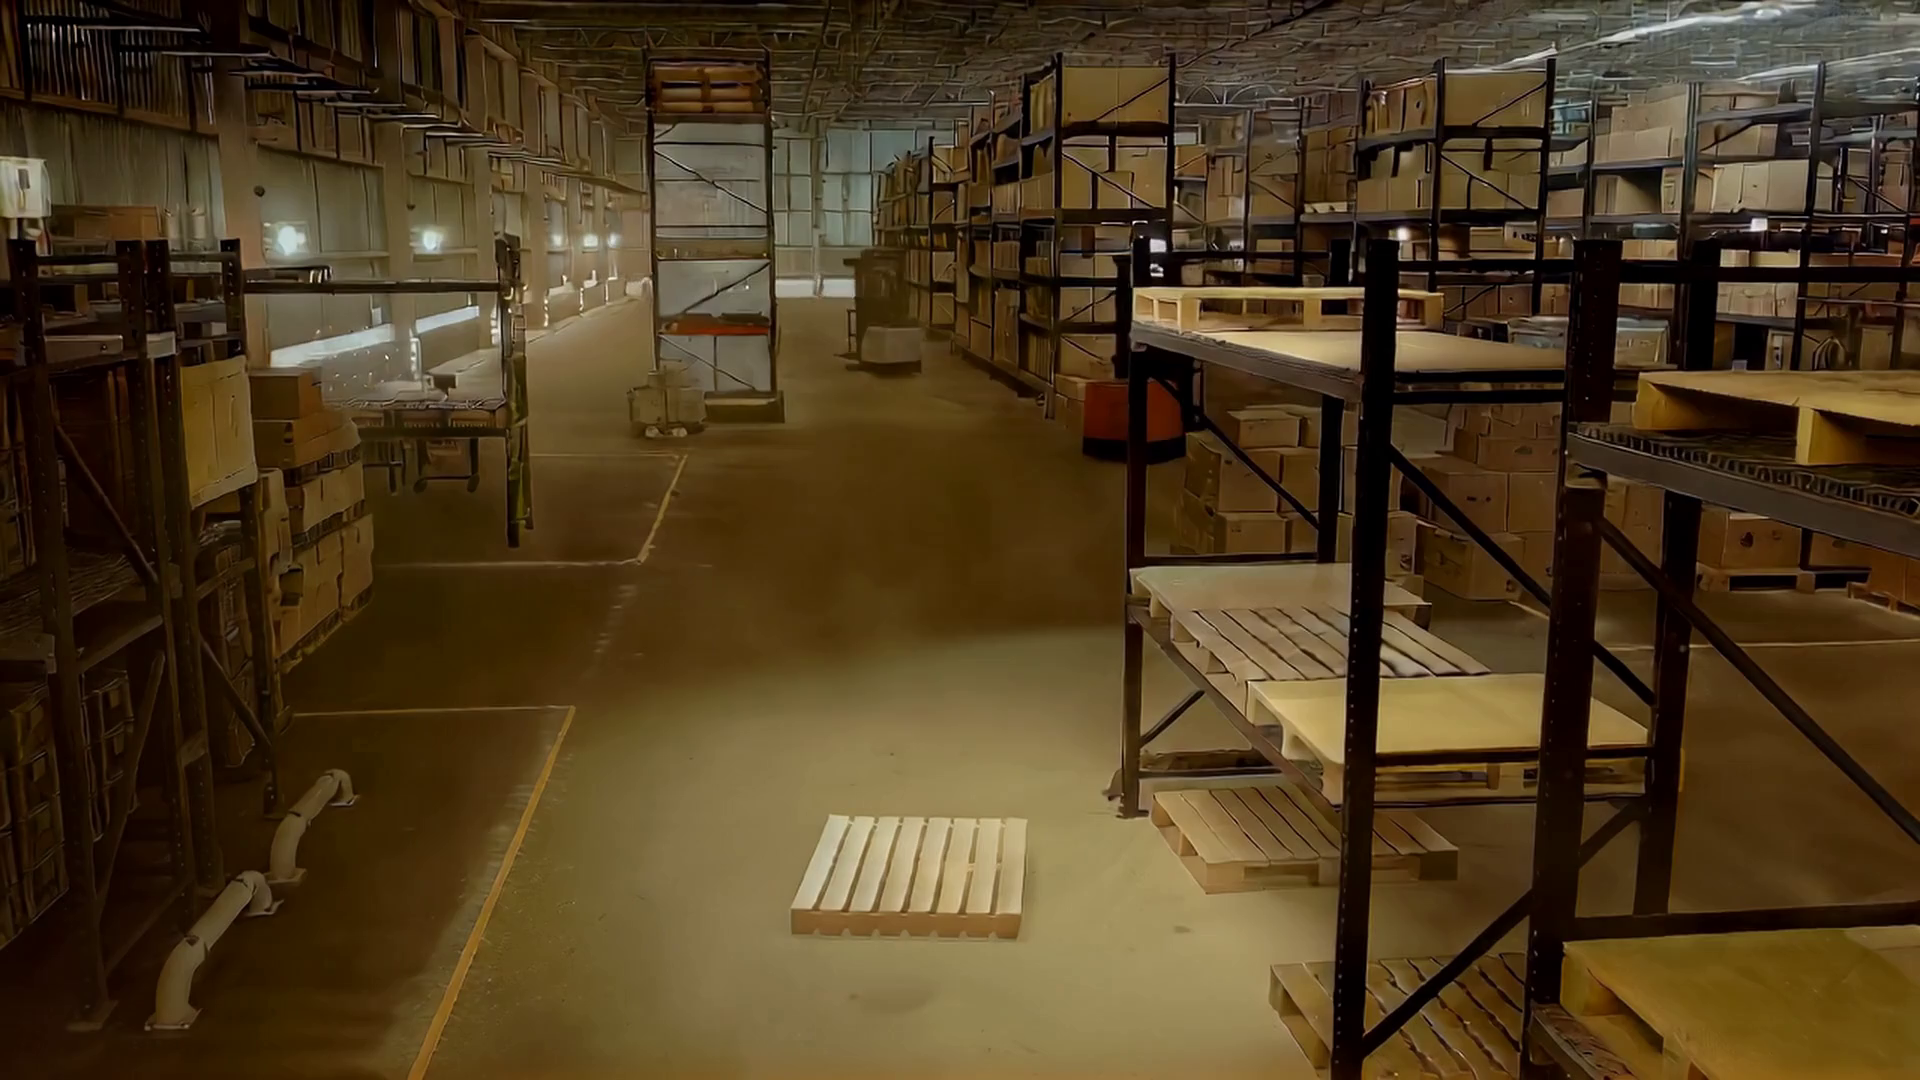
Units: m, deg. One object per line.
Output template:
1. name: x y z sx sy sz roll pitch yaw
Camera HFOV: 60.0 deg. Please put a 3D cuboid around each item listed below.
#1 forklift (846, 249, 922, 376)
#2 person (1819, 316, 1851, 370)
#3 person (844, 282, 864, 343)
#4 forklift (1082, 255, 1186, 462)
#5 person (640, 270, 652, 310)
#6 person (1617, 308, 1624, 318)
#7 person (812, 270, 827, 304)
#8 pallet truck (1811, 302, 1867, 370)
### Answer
1. forklift: -1.712 -5.175 37.606 1.129 2.768 1.873 -5 11 -27
2. person: 12.974 -2.364 24.737 0.387 1.910 0.591 10 14 44
3. person: -2.987 -6.698 49.036 0.958 1.805 0.587 -2 10 -11
4. forklift: 2.596 -2.580 23.229 1.129 2.768 1.873 7 12 32
5. person: -13.715 -10.908 72.581 0.519 1.725 0.392 6 12 29
6. person: 11.596 -3.191 29.494 0.625 1.844 0.429 9 14 42
7. person: -6.674 -11.976 78.789 0.658 1.615 0.516 0 10 -3
8. pallet truck: 15.846 -3.142 28.793 1.885 1.965 0.823 2 10 12
